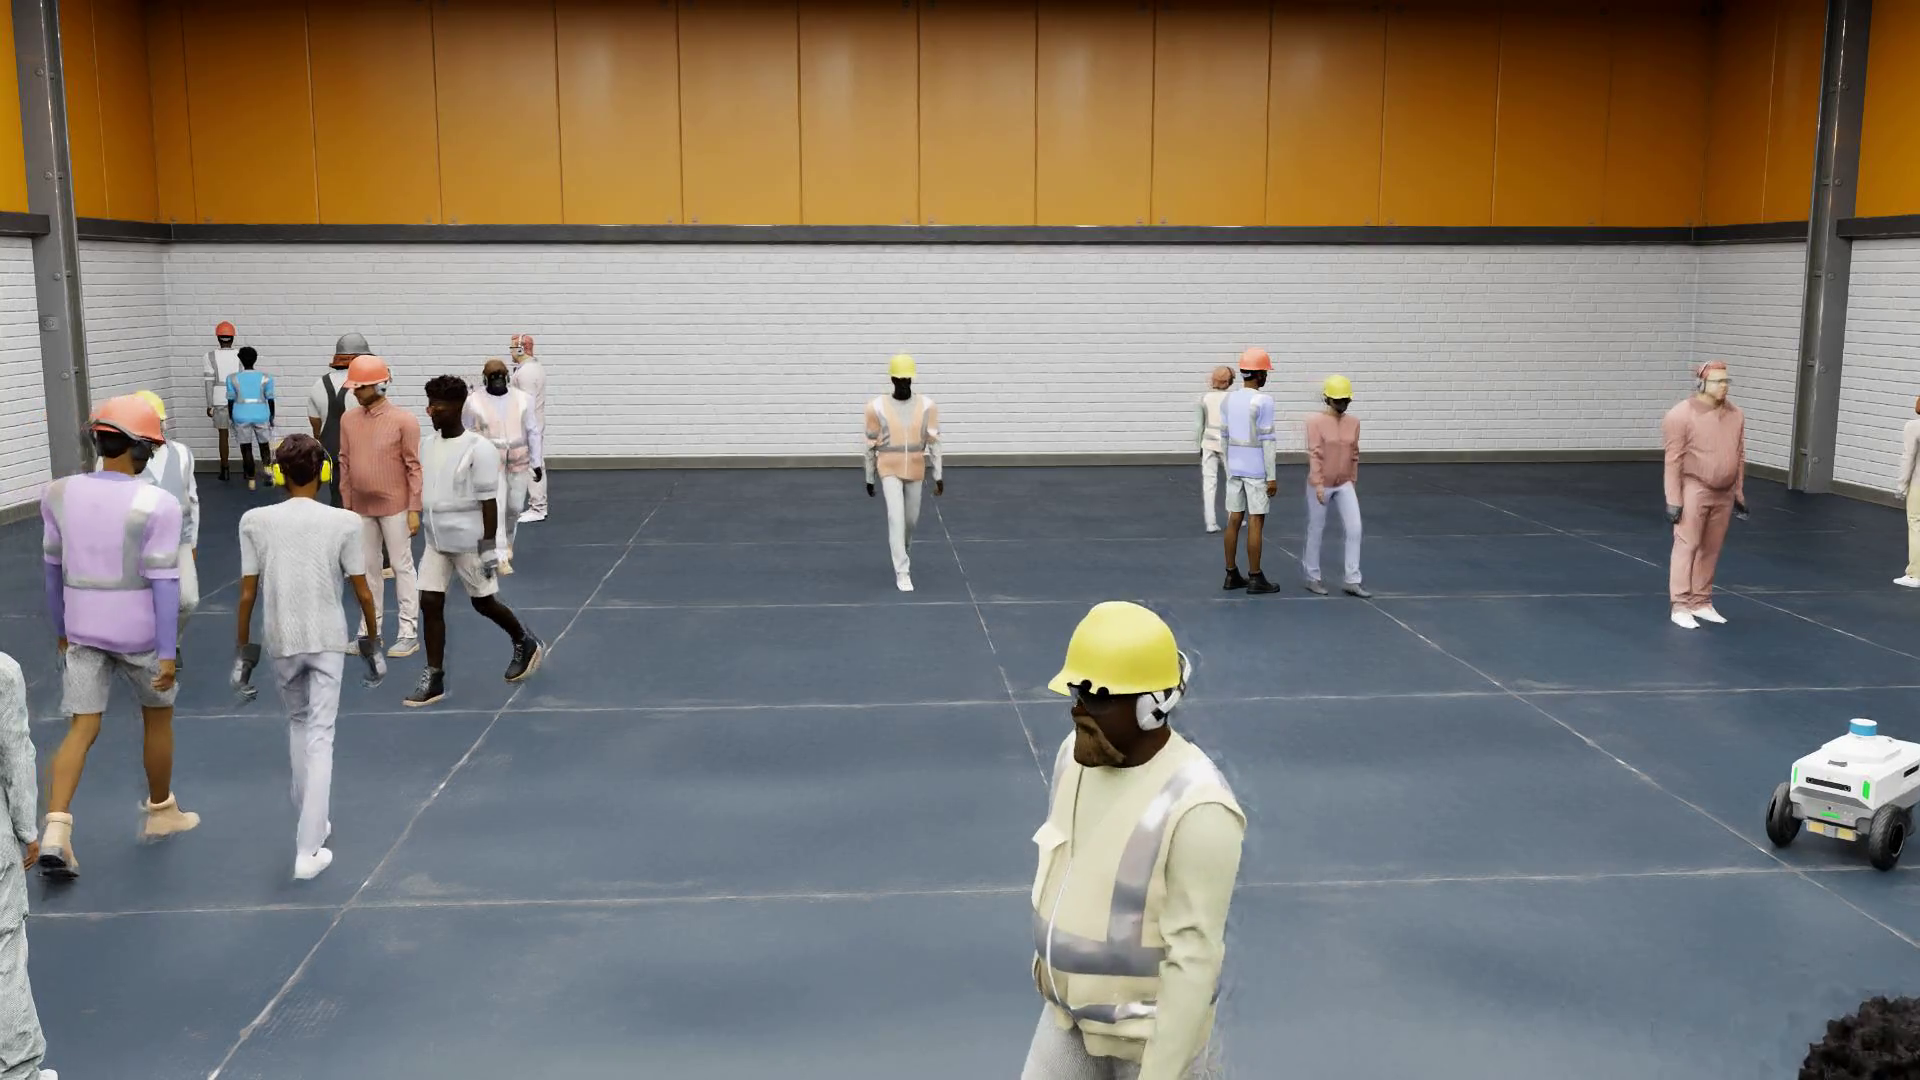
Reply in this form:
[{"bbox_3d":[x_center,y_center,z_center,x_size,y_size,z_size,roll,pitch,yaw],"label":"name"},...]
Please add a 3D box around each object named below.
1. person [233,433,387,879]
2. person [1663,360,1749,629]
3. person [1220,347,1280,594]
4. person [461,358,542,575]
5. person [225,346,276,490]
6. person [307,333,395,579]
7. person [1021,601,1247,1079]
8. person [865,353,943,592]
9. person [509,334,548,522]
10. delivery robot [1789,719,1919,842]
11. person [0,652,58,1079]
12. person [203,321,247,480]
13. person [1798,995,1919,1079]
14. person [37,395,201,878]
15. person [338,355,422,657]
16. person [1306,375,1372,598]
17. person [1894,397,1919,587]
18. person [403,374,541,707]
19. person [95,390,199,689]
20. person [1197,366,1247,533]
[{"bbox_3d":[-2.745,0.459,7.078,0.585,1.834,0.757,-1,9,-8],"label":"person"},{"bbox_3d":[5.335,-0.333,11.885,0.643,1.909,0.409,-3,10,-19],"label":"person"},{"bbox_3d":[2.293,-0.546,13.103,0.363,1.939,0.542,-6,11,-35],"label":"person"},{"bbox_3d":[-3.922,-0.652,14.191,0.617,1.815,0.880,-5,10,-29],"label":"person"},{"bbox_3d":[-8.235,-1.412,19.339,0.537,1.685,0.387,-5,10,-28],"label":"person"},{"bbox_3d":[-4.957,-0.692,13.701,0.683,2.000,0.536,2,9,15],"label":"person"},{"bbox_3d":[0.288,1.029,3.579,0.655,1.811,0.610,-5,10,-29],"label":"person"},{"bbox_3d":[-0.487,-0.578,13.475,0.597,1.891,0.917,-3,9,-17],"label":"person"},{"bbox_3d":[-4.410,-1.134,16.904,0.403,1.906,0.652,-1,9,-5],"label":"person"},{"bbox_3d":[3.934,1.026,7.271,0.707,0.478,0.477,-8,12,-41],"label":"delivery robot"},{"bbox_3d":[-2.960,0.863,4.867,0.487,1.746,0.287,-4,10,-23],"label":"person"},{"bbox_3d":[-8.930,-1.697,20.334,0.552,1.936,0.359,-5,10,-29],"label":"person"},{"bbox_3d":[1.160,1.359,2.002,0.821,1.659,0.554,5,10,29],"label":"person"},{"bbox_3d":[-3.610,0.404,6.998,0.685,2.006,0.949,1,9,4],"label":"person"},{"bbox_3d":[-3.805,-0.218,10.901,0.613,1.985,0.402,3,10,19],"label":"person"},{"bbox_3d":[2.929,-0.399,12.853,0.516,1.731,0.712,-3,10,-20],"label":"person"},{"bbox_3d":[7.768,-0.432,13.348,0.504,1.631,0.279,0,9,-3],"label":"person"},{"bbox_3d":[-2.922,-0.028,9.879,0.609,1.937,0.921,5,10,29],"label":"person"},{"bbox_3d":[-4.876,0.003,10.044,0.466,1.818,0.597,9,12,43],"label":"person"},{"bbox_3d":[2.589,-0.889,16.231,0.540,1.614,0.674,5,11,31],"label":"person"}]
